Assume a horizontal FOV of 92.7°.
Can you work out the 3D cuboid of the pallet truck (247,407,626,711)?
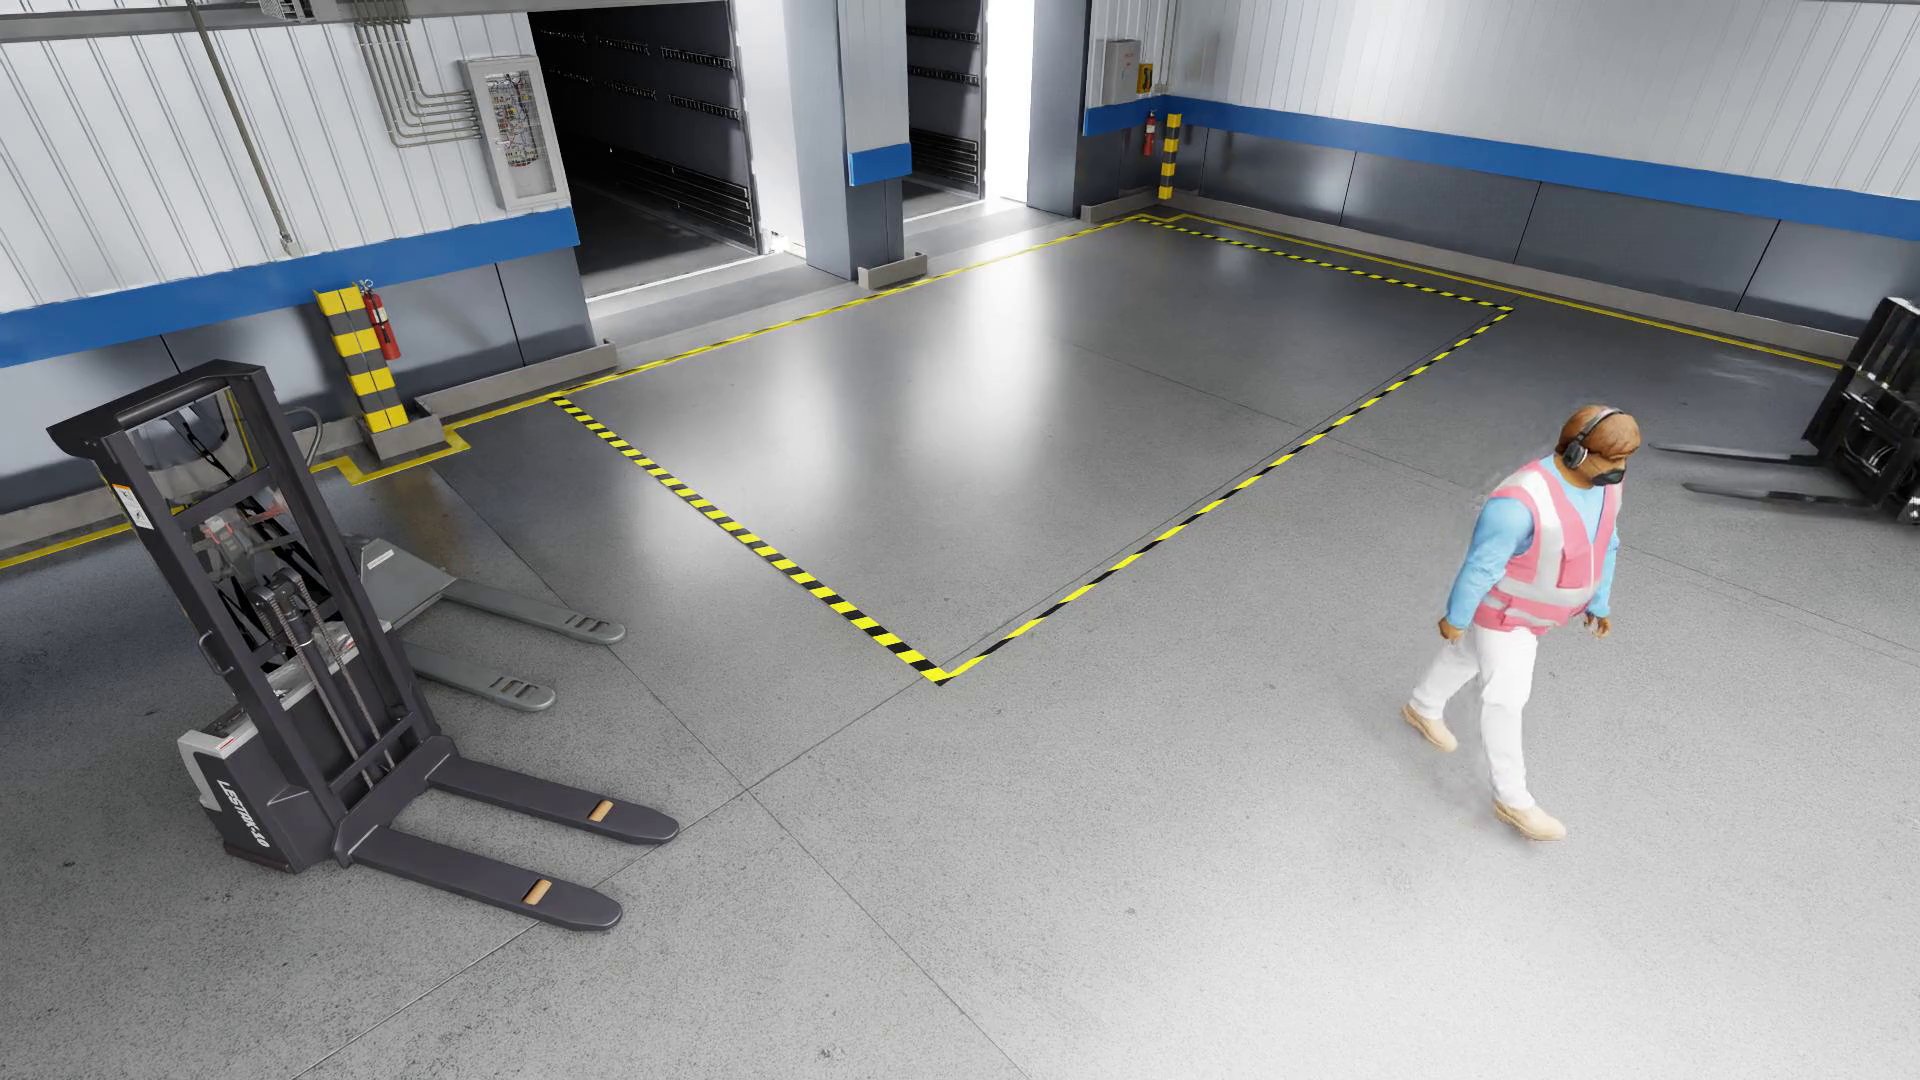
[{"bbox_3d":[-2.628,0.038,4.590,1.601,1.201,0.680,12,36,18],"label":"pallet truck"}]

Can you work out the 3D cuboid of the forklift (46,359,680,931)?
[{"bbox_3d":[-2.135,0.422,3.354,1.885,1.965,0.823,10,35,14],"label":"forklift"}]

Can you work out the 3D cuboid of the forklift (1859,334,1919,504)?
[{"bbox_3d":[7.127,-1.070,5.232,2.680,2.036,1.157,7,35,10],"label":"forklift"}]

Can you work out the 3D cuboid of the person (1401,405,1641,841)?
[{"bbox_3d":[2.354,0.326,3.658,0.622,1.804,0.872,-18,38,-25],"label":"person"}]
